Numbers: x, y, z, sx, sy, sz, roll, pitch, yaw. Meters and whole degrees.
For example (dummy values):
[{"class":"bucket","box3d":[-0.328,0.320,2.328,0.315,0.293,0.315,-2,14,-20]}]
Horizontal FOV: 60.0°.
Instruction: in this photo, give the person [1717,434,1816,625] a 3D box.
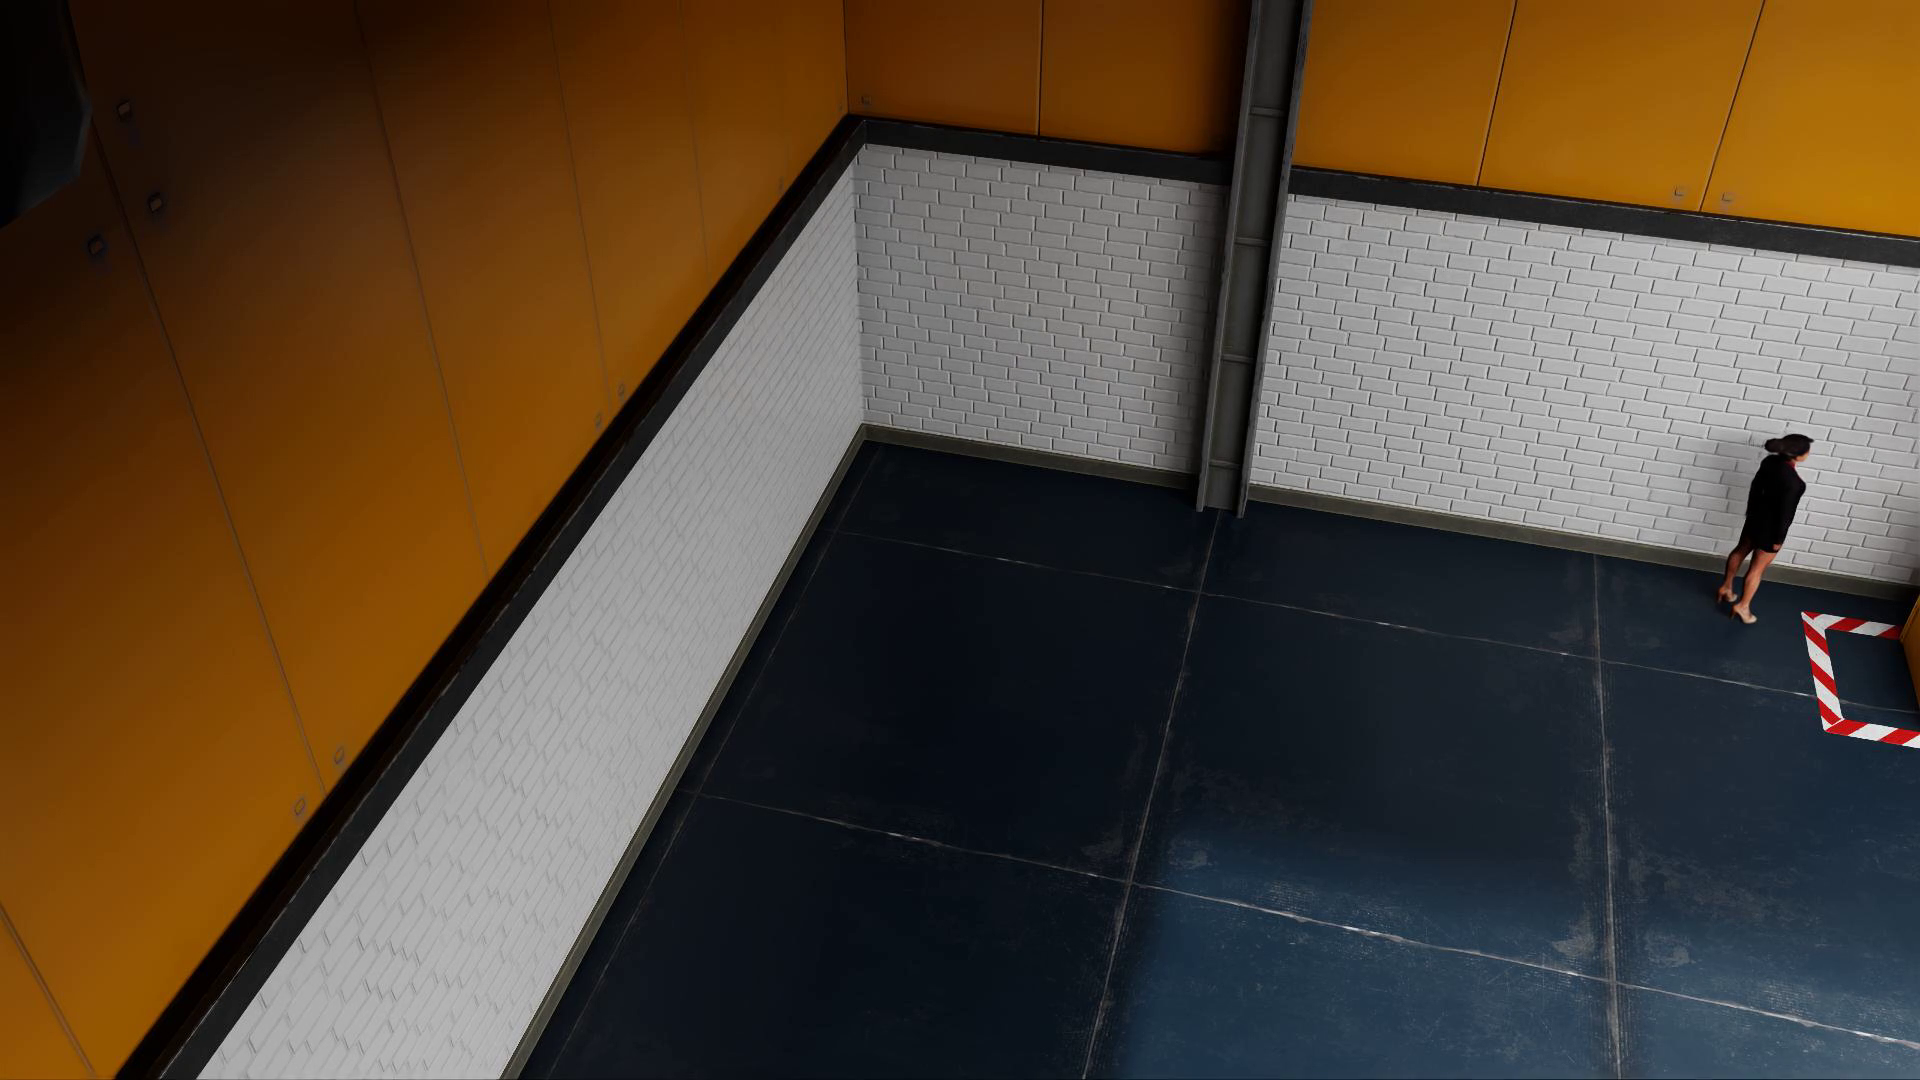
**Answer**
[{"class":"person","box3d":[5.980,-0.100,12.346,0.720,1.640,0.675,-5,39,-7]}]
